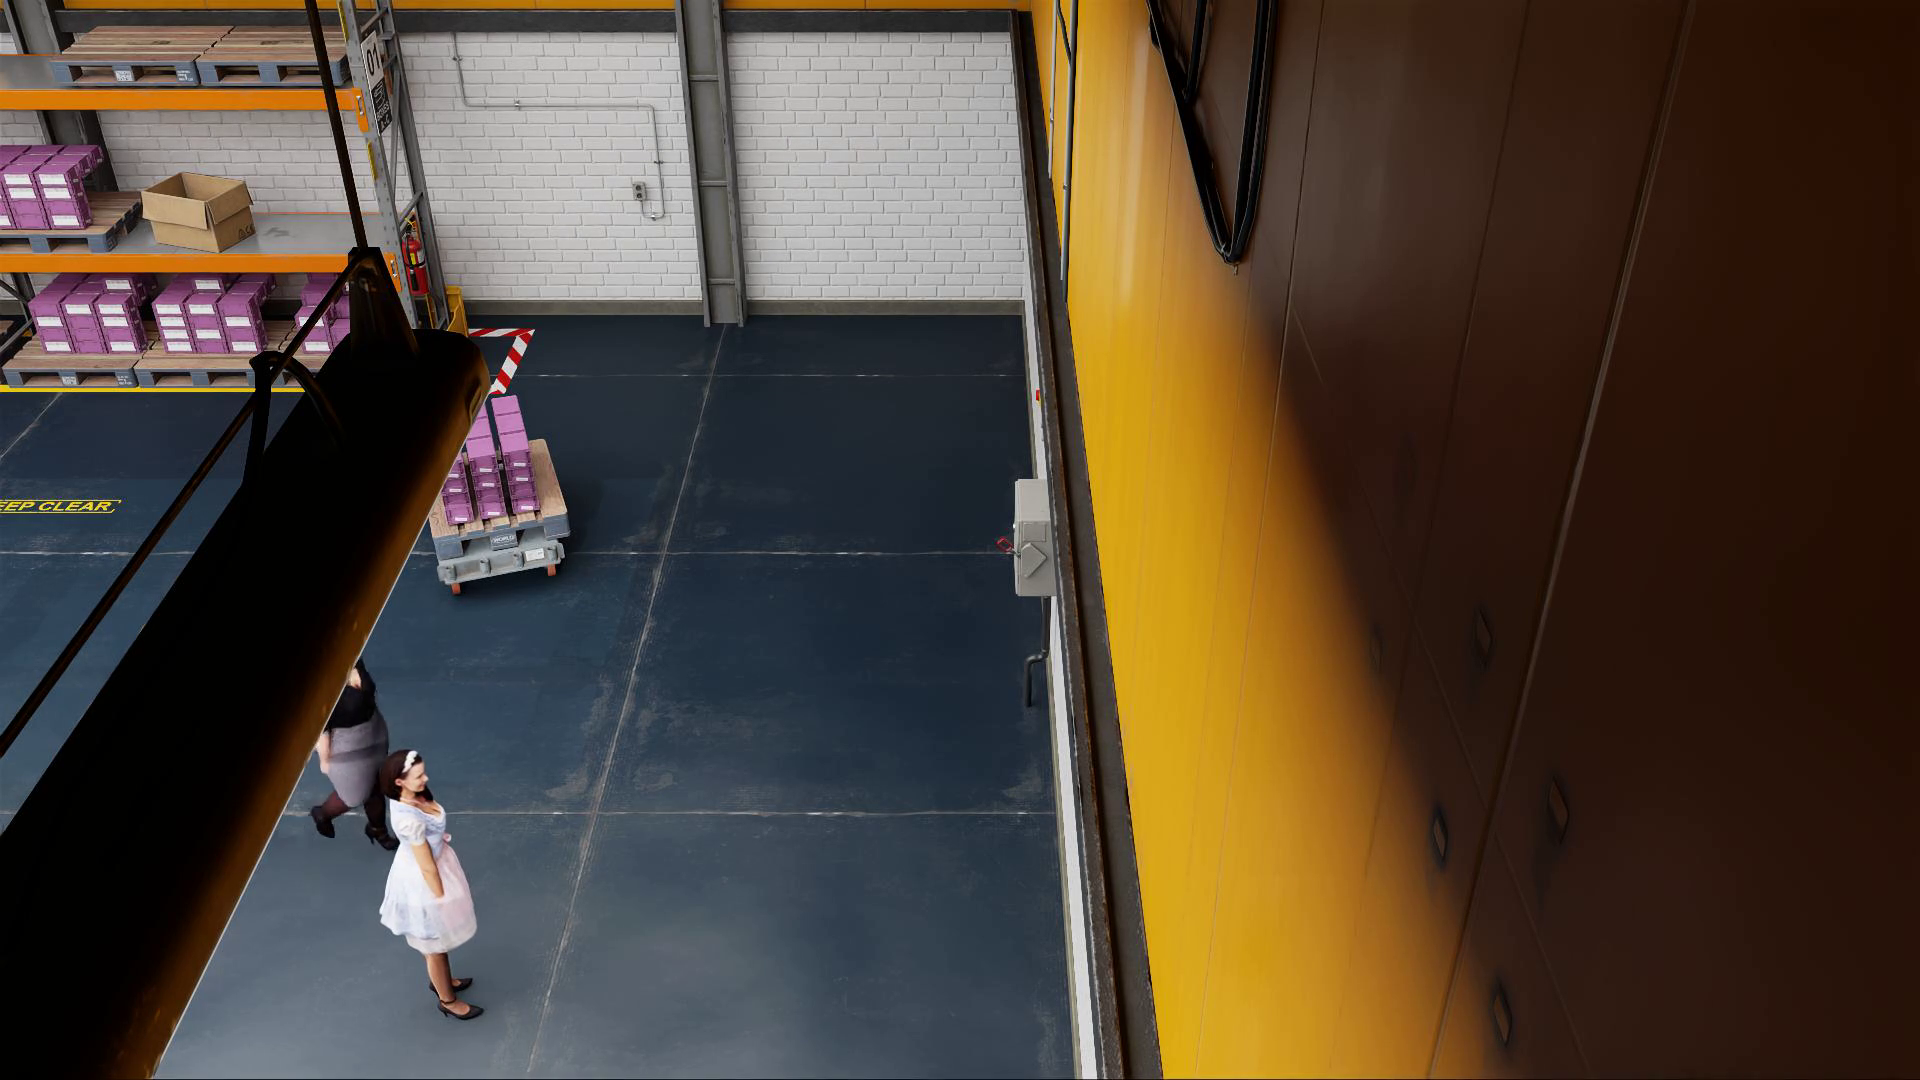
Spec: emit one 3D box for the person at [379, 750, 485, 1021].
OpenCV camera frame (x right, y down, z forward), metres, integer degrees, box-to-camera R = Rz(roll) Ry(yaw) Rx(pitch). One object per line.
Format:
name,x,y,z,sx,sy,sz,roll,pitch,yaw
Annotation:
person,-2.866,1.858,8.950,0.843,1.813,0.810,-13,36,-18

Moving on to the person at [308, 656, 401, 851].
person,-3.744,1.198,10.005,0.906,1.745,0.778,8,34,12
